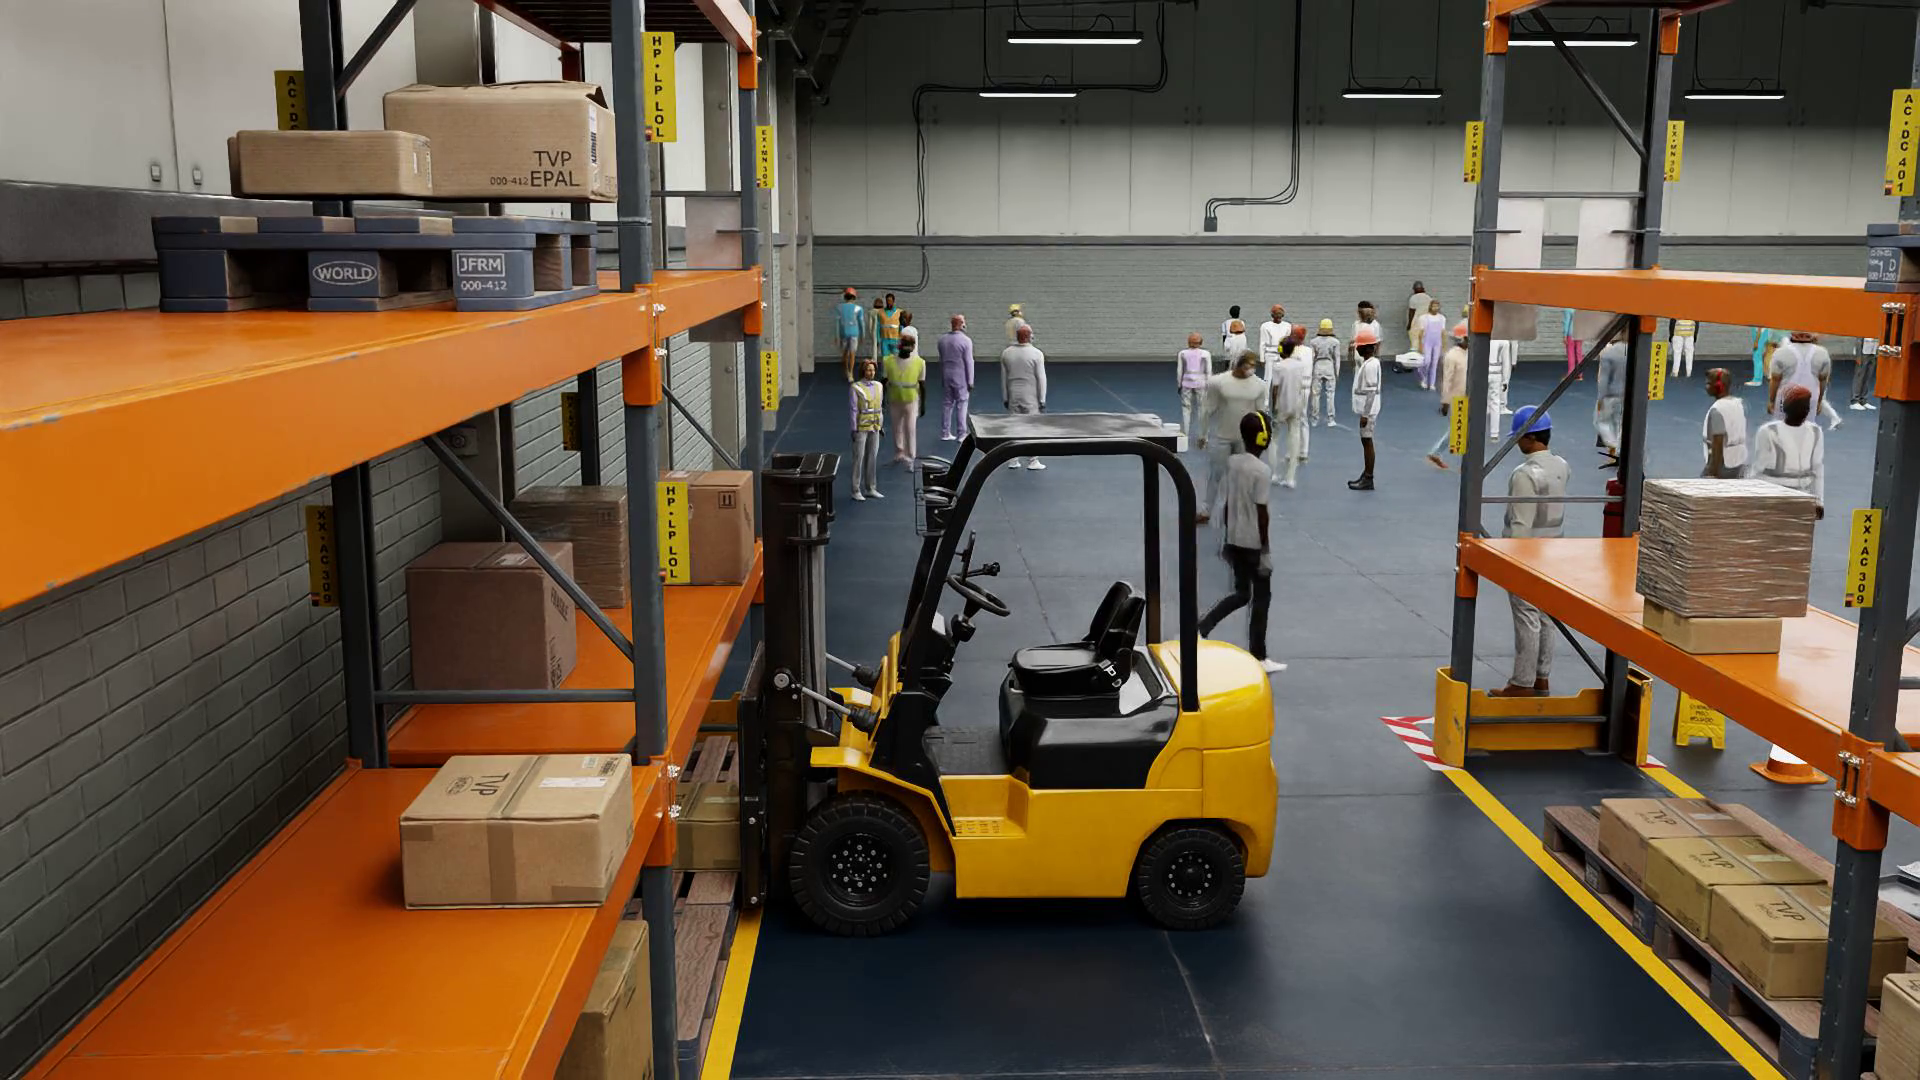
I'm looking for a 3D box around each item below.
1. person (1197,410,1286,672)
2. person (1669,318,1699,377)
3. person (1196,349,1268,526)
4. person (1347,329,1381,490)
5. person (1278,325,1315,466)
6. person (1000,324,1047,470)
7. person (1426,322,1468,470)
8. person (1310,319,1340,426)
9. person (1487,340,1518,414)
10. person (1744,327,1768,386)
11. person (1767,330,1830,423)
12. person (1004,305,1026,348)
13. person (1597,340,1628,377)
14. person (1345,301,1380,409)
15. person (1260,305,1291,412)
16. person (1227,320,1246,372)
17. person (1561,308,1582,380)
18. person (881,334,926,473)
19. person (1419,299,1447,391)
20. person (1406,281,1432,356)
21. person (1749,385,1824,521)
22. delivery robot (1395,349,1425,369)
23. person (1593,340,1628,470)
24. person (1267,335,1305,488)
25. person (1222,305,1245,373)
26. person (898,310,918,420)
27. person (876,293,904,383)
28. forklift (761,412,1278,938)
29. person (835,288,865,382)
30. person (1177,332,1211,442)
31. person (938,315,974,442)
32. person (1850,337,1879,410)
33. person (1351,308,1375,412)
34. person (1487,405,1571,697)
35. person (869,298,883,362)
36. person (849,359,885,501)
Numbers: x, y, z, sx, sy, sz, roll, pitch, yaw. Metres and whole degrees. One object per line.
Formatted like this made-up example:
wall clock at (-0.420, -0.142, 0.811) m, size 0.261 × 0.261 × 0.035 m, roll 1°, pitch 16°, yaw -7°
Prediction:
person at (1.933, 0.031, 11.426) m, size 0.682 × 1.852 × 0.522 m, roll -4°, pitch 11°, yaw -23°
person at (16.060, -4.546, 36.942) m, size 0.624 × 1.844 × 0.430 m, roll 1°, pitch 10°, yaw 8°
person at (2.823, -1.054, 17.344) m, size 0.736 × 1.895 × 0.476 m, roll 1°, pitch 10°, yaw 3°
person at (4.895, -1.572, 20.106) m, size 0.360 × 1.937 × 0.542 m, roll 2°, pitch 10°, yaw 12°
person at (4.510, -1.937, 22.289) m, size 0.346 × 1.882 × 0.584 m, roll 9°, pitch 14°, yaw 41°
person at (0.857, -1.872, 21.850) m, size 0.651 × 1.913 × 0.410 m, roll 6°, pitch 12°, yaw 30°
person at (6.440, -1.834, 21.502) m, size 0.901 × 1.964 × 0.631 m, roll 9°, pitch 14°, yaw 42°
person at (5.929, -2.721, 27.054) m, size 0.493 × 1.741 × 0.319 m, roll 4°, pitch 11°, yaw 19°
person at (9.420, -3.140, 28.935) m, size 0.391 × 1.911 × 0.584 m, roll -7°, pitch 13°, yaw -35°
person at (16.588, -4.114, 34.566) m, size 0.357 × 1.835 × 0.515 m, roll 6°, pitch 12°, yaw 30°
person at (10.541, -1.787, 21.017) m, size 0.688 × 2.000 × 0.539 m, roll 1°, pitch 10°, yaw 8°
person at (1.104, -3.604, 31.881) m, size 0.406 × 1.783 × 0.678 m, roll -6°, pitch 12°, yaw -31°
person at (14.010, -4.238, 35.185) m, size 0.984 × 1.861 × 0.605 m, roll 1°, pitch 10°, yaw 5°
person at (7.120, -3.284, 29.604) m, size 0.518 × 1.948 × 0.632 m, roll -5°, pitch 11°, yaw -25°
person at (5.549, -3.186, 29.246) m, size 0.585 × 1.882 × 0.340 m, roll -2°, pitch 10°, yaw -12°
person at (4.817, -3.017, 29.003) m, size 0.280 × 1.634 × 0.498 m, roll 7°, pitch 12°, yaw 34°
person at (13.251, -4.437, 35.981) m, size 0.605 × 1.977 × 0.434 m, roll -5°, pitch 11°, yaw -27°
person at (-0.738, -1.802, 21.795) m, size 0.610 × 1.806 × 0.809 m, roll 2°, pitch 10°, yaw 9°
person at (9.519, -3.913, 33.433) m, size 0.530 × 1.837 × 0.403 m, roll -1°, pitch 10°, yaw -3°
person at (11.272, -5.388, 41.077) m, size 0.688 × 2.000 × 0.535 m, roll -6°, pitch 12°, yaw -30°
person at (6.742, -0.363, 13.650) m, size 0.583 × 1.845 × 0.984 m, roll -2°, pitch 10°, yaw -12°
delivery robot at (10.232, -4.076, 37.647) m, size 0.707 × 0.478 × 0.477 m, roll 10°, pitch 14°, yaw 43°
person at (8.604, -1.876, 21.821) m, size 0.649 × 1.917 × 0.417 m, roll -4°, pitch 11°, yaw -21°
person at (3.962, -1.583, 20.423) m, size 0.517 × 1.842 × 0.717 m, roll -3°, pitch 11°, yaw -18°
person at (5.581, -3.930, 33.908) m, size 0.322 × 1.697 × 0.531 m, roll -10°, pitch 14°, yaw -43°
person at (-0.887, -2.942, 27.991) m, size 0.351 × 1.847 × 0.507 m, roll 5°, pitch 11°, yaw 24°
person at (-1.447, -4.165, 34.601) m, size 0.587 × 1.920 × 0.391 m, roll 2°, pitch 10°, yaw 9°
forklift at (0.291, 0.548, 7.580) m, size 2.313 × 2.155 × 1.214 m, roll 0°, pitch 10°, yaw -2°
person at (-2.339, -4.399, 35.683) m, size 0.623 × 1.997 × 0.921 m, roll 1°, pitch 10°, yaw 7°
person at (3.494, -2.276, 24.854) m, size 0.515 × 1.640 × 0.315 m, roll 3°, pitch 11°, yaw 17°
person at (-0.027, -2.414, 24.928) m, size 0.640 × 1.899 × 0.397 m, roll 9°, pitch 14°, yaw 42°
person at (16.202, -3.286, 29.728) m, size 0.587 × 1.912 × 0.390 m, roll -5°, pitch 12°, yaw -28°
person at (7.063, -3.130, 29.048) m, size 0.328 × 1.842 × 0.516 m, roll -5°, pitch 11°, yaw -24°
person at (3.708, 0.095, 10.807) m, size 0.394 × 1.942 × 0.601 m, roll 9°, pitch 14°, yaw 42°
person at (-1.955, -5.021, 40.168) m, size 0.499 × 1.633 × 0.285 m, roll 0°, pitch 10°, yaw 2°
person at (-1.079, -1.277, 19.296) m, size 0.311 × 1.638 × 0.523 m, roll 9°, pitch 14°, yaw 41°
